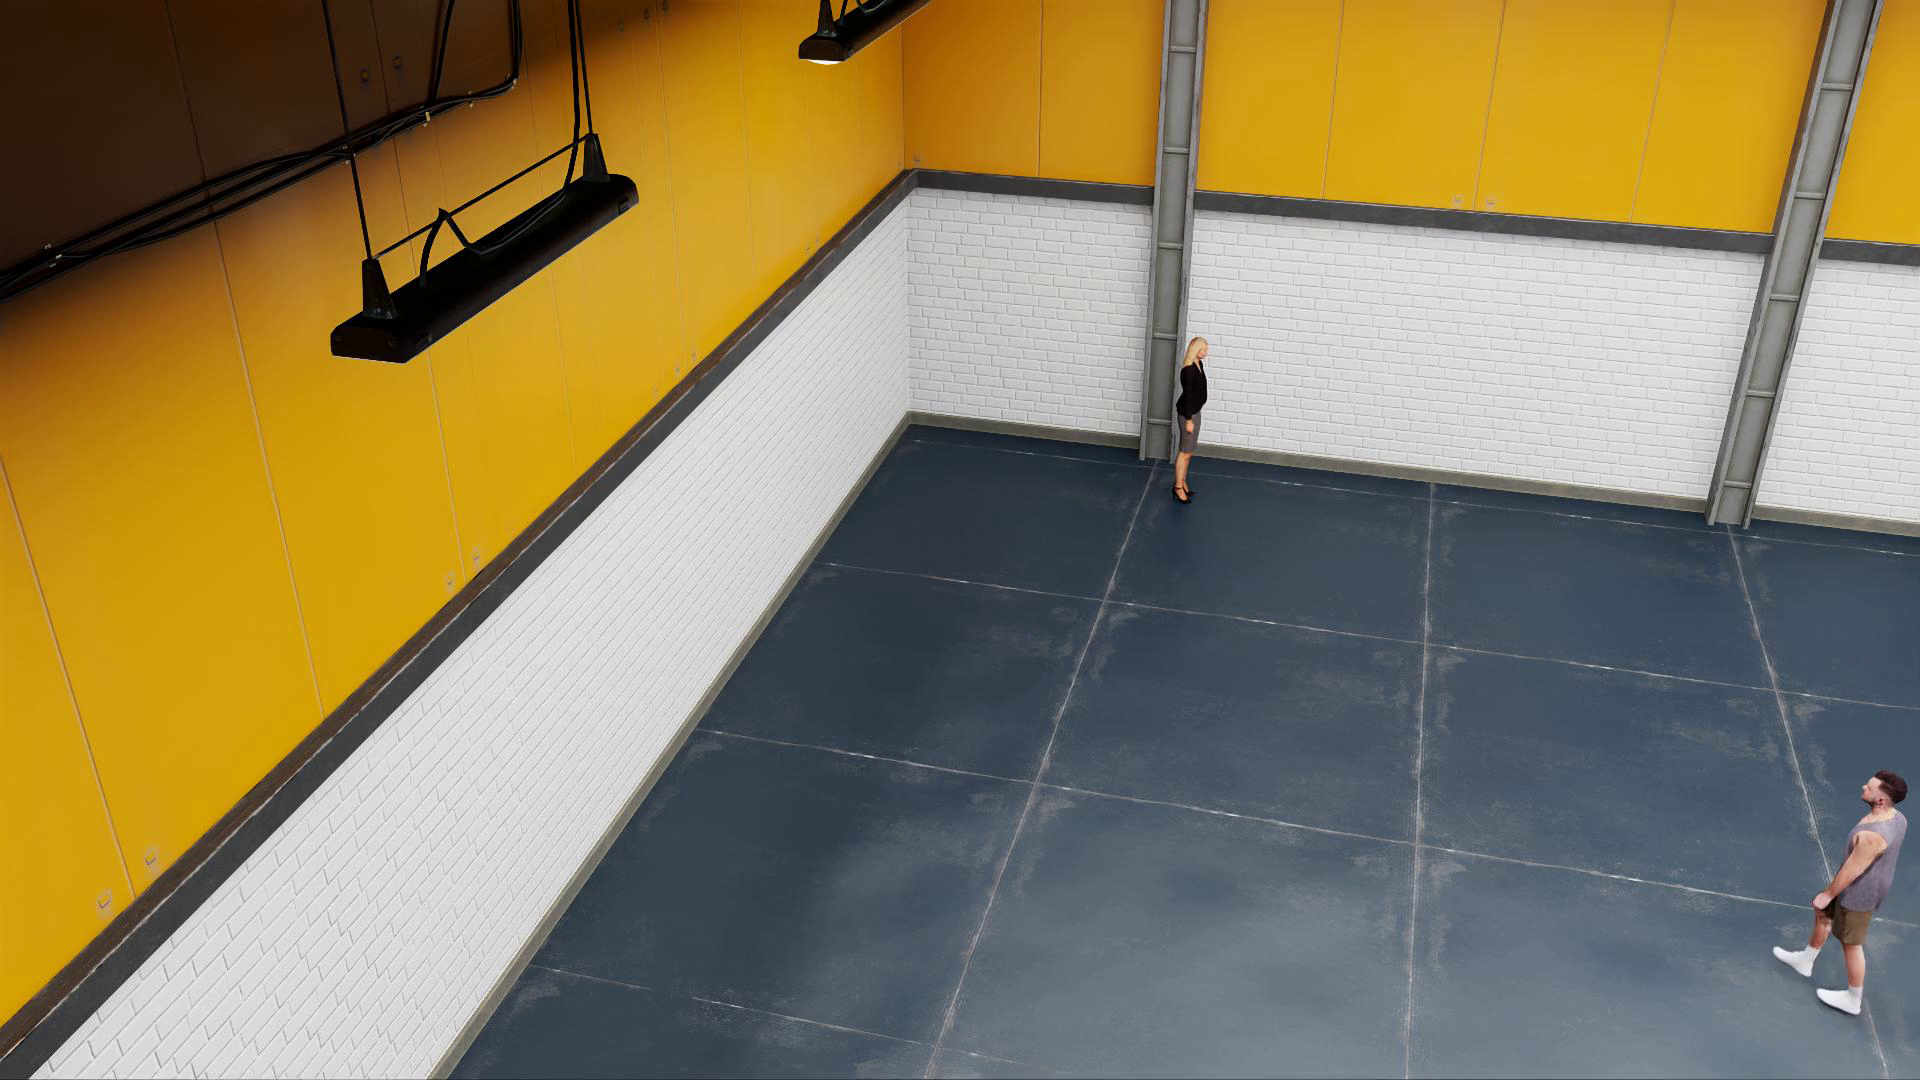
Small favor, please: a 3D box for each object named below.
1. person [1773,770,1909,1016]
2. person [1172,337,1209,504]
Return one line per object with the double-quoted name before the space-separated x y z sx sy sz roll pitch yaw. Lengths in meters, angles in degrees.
"person" 5.962 2.340 10.873 1.007 1.821 0.872 23 36 36
"person" 2.397 -1.266 17.464 0.566 1.839 0.628 10 30 18
